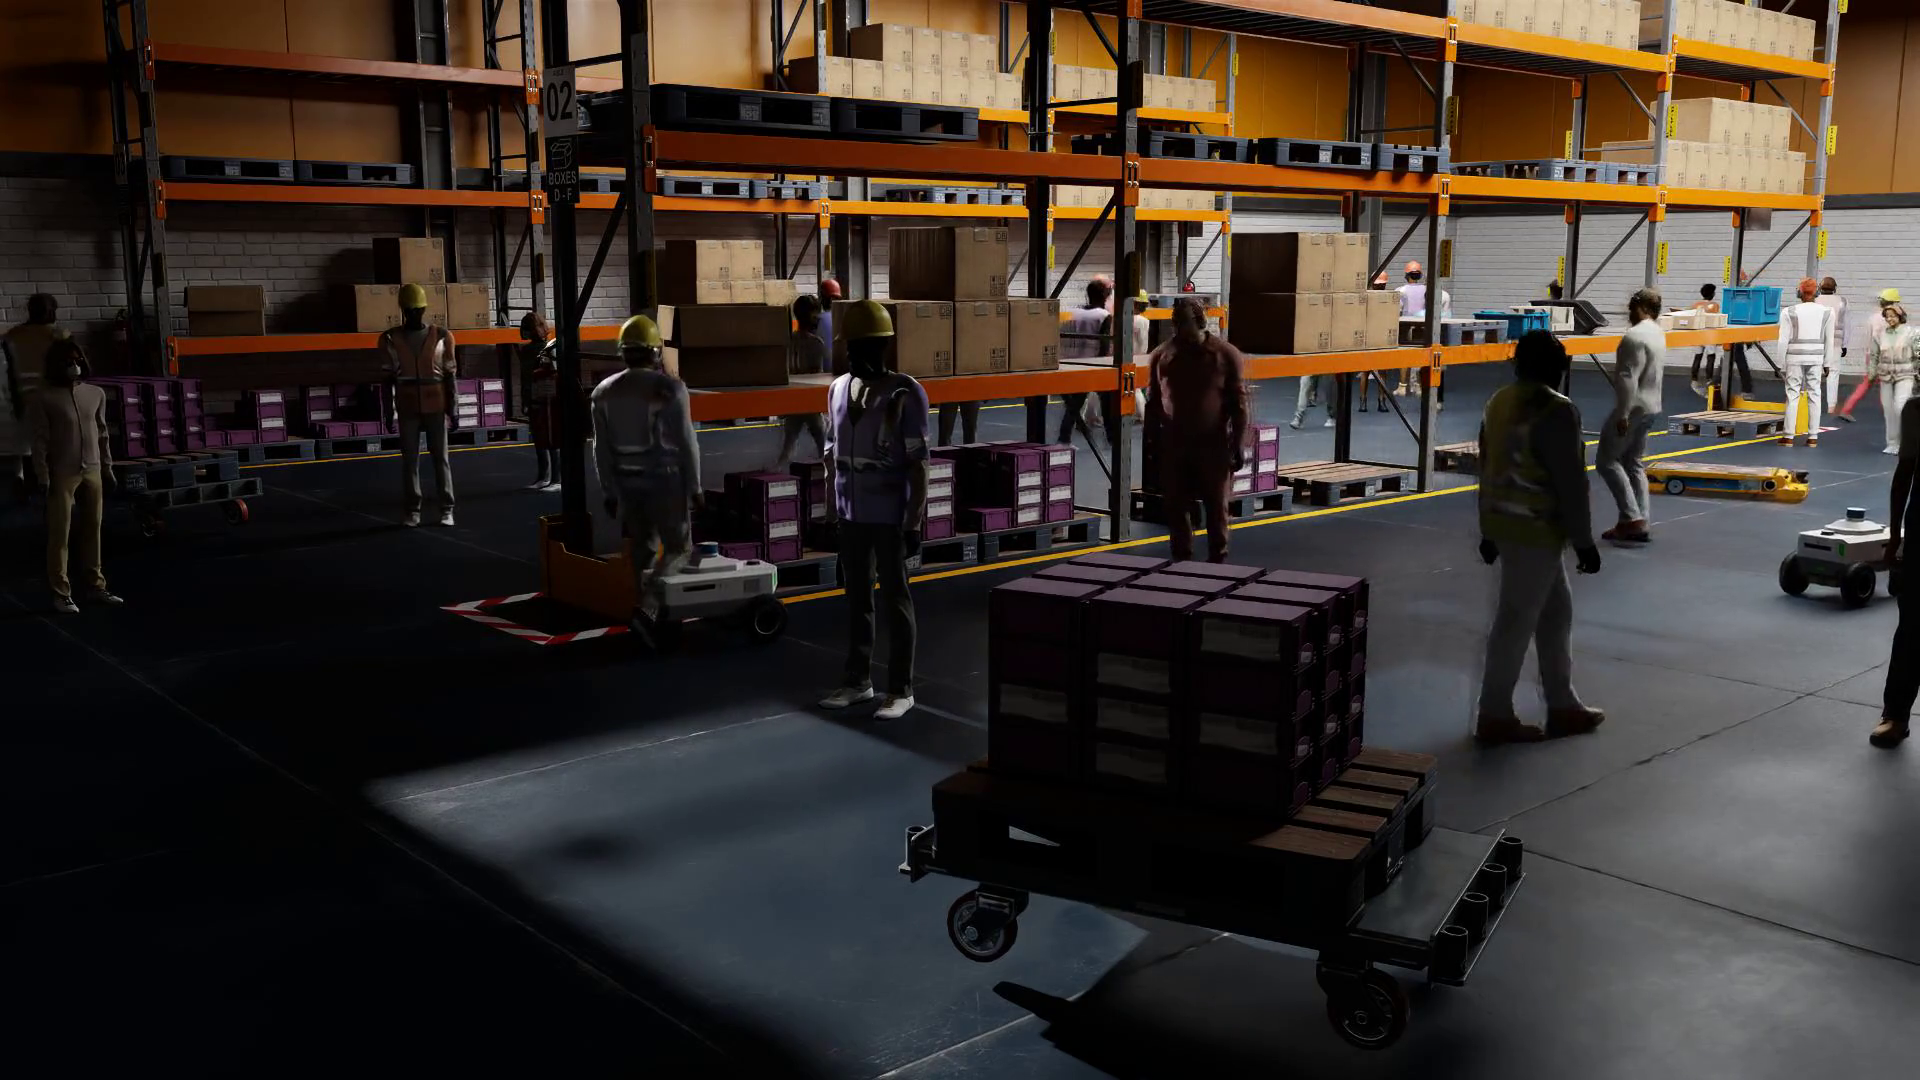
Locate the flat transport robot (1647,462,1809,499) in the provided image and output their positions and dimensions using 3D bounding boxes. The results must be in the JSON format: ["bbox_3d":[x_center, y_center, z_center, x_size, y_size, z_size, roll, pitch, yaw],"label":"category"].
[{"bbox_3d":[6.798,-0.547,14.915,1.431,0.197,0.652,5,11,28],"label":"flat transport robot"}]

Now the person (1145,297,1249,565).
[{"bbox_3d":[1.536,-0.628,10.768,0.683,1.882,0.560,3,10,19],"label":"person"}]

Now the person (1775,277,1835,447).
[{"bbox_3d":[9.395,-1.970,18.521,0.574,1.887,0.355,2,10,11],"label":"person"}]

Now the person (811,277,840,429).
[{"bbox_3d":[-1.290,-1.655,16.595,0.555,1.914,0.655,-4,11,-24],"label":"person"}]

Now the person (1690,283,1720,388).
[{"bbox_3d":[11.915,-3.251,26.595,0.341,1.693,0.549,-4,10,-20],"label":"person"}]

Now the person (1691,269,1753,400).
[{"bbox_3d":[11.327,-3.031,24.546,0.993,1.943,0.656,0,10,2],"label":"person"}]

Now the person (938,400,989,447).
[{"bbox_3d":[-0.002,-1.466,15.729,0.600,1.831,0.404,-2,10,-12],"label":"person"}]

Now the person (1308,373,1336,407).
[{"bbox_3d":[5.211,-2.876,23.739,0.602,1.924,0.997,3,10,19],"label":"person"}]

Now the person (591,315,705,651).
[{"bbox_3d":[-1.687,-0.305,8.989,0.616,1.812,0.674,4,10,22],"label":"person"}]

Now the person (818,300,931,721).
[{"bbox_3d":[-0.407,-0.136,7.669,0.591,1.927,0.366,7,12,36],"label":"person"}]

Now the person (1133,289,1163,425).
[{"bbox_3d":[2.145,-2.167,20.144,0.895,1.718,0.540,-8,12,-39],"label":"person"}]

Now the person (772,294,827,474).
[{"bbox_3d":[-1.269,-1.058,13.390,0.538,1.827,0.969,8,13,41],"label":"person"}]

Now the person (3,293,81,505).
[{"bbox_3d":[-7.696,-1.162,13.982,0.638,1.820,0.683,1,10,3],"label":"person"}]

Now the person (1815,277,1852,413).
[{"bbox_3d":[11.722,-2.641,22.582,0.621,1.845,0.429,3,10,19],"label":"person"}]

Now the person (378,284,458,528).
[{"bbox_3d":[-4.222,-1.037,12.997,0.582,1.915,0.425,-2,10,-14],"label":"person"}]

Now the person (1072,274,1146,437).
[{"bbox_3d":[1.833,-2.168,19.646,0.678,1.918,1.108,-9,14,-44],"label":"person"}]

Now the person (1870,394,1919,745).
[{"bbox_3d":[4.251,0.001,7.121,0.505,1.842,0.349,8,12,38],"label":"person"}]

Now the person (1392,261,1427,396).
[{"bbox_3d":[6.847,-3.201,25.277,0.607,2.044,0.378,-2,10,-9],"label":"person"}]

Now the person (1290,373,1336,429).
[{"bbox_3d":[4.414,-2.210,20.491,0.505,1.691,0.922,8,12,38],"label":"person"}]

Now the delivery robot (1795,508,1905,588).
[{"bbox_3d":[5.559,0.043,10.355,0.707,0.478,0.477,-5,11,-28],"label":"delivery robot"}]

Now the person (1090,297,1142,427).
[{"bbox_3d":[1.947,-2.335,20.666,1.000,1.898,0.646,-7,12,-34],"label":"person"}]

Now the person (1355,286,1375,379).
[{"bbox_3d":[7.012,-3.571,28.648,0.417,1.622,0.529,-3,10,-16],"label":"person"}]

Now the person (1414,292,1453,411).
[{"bbox_3d":[6.500,-2.611,22.862,0.568,1.676,0.377,2,10,13],"label":"person"}]

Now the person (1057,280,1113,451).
[{"bbox_3d":[1.433,-1.900,18.177,0.992,1.874,0.608,-8,12,-38],"label":"person"}]

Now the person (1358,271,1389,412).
[{"bbox_3d":[5.680,-2.703,22.667,0.552,1.937,0.356,0,10,3],"label":"person"}]

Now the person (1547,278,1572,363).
[{"bbox_3d":[7.532,-2.410,21.204,0.543,1.852,0.538,5,11,29],"label":"person"}]

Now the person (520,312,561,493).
[{"bbox_3d":[-3.794,-1.240,15.023,0.500,1.625,0.292,8,13,40],"label":"person"}]

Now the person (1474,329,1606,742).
[{"bbox_3d":[2.623,-0.010,7.306,0.740,1.804,0.614,0,10,1],"label":"person"}]

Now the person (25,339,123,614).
[{"bbox_3d":[-5.318,-0.386,9.993,0.280,1.633,0.502,5,11,26],"label":"person"}]

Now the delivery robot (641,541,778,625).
[{"bbox_3d":[-1.375,0.252,9.133,0.707,0.478,0.477,-6,11,-29],"label":"delivery robot"}]

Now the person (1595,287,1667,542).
[{"bbox_3d":[5.017,-0.922,12.389,0.411,1.899,0.735,8,12,39],"label":"person"}]

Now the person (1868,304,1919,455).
[{"bbox_3d":[9.997,-1.712,17.796,0.532,1.607,0.529,-7,12,-36],"label":"person"}]

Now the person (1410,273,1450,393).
[{"bbox_3d":[7.240,-3.203,25.722,0.660,1.898,0.395,5,11,25],"label":"person"}]

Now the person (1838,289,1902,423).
[{"bbox_3d":[11.654,-2.325,21.102,0.913,1.720,0.517,2,10,10],"label":"person"}]
